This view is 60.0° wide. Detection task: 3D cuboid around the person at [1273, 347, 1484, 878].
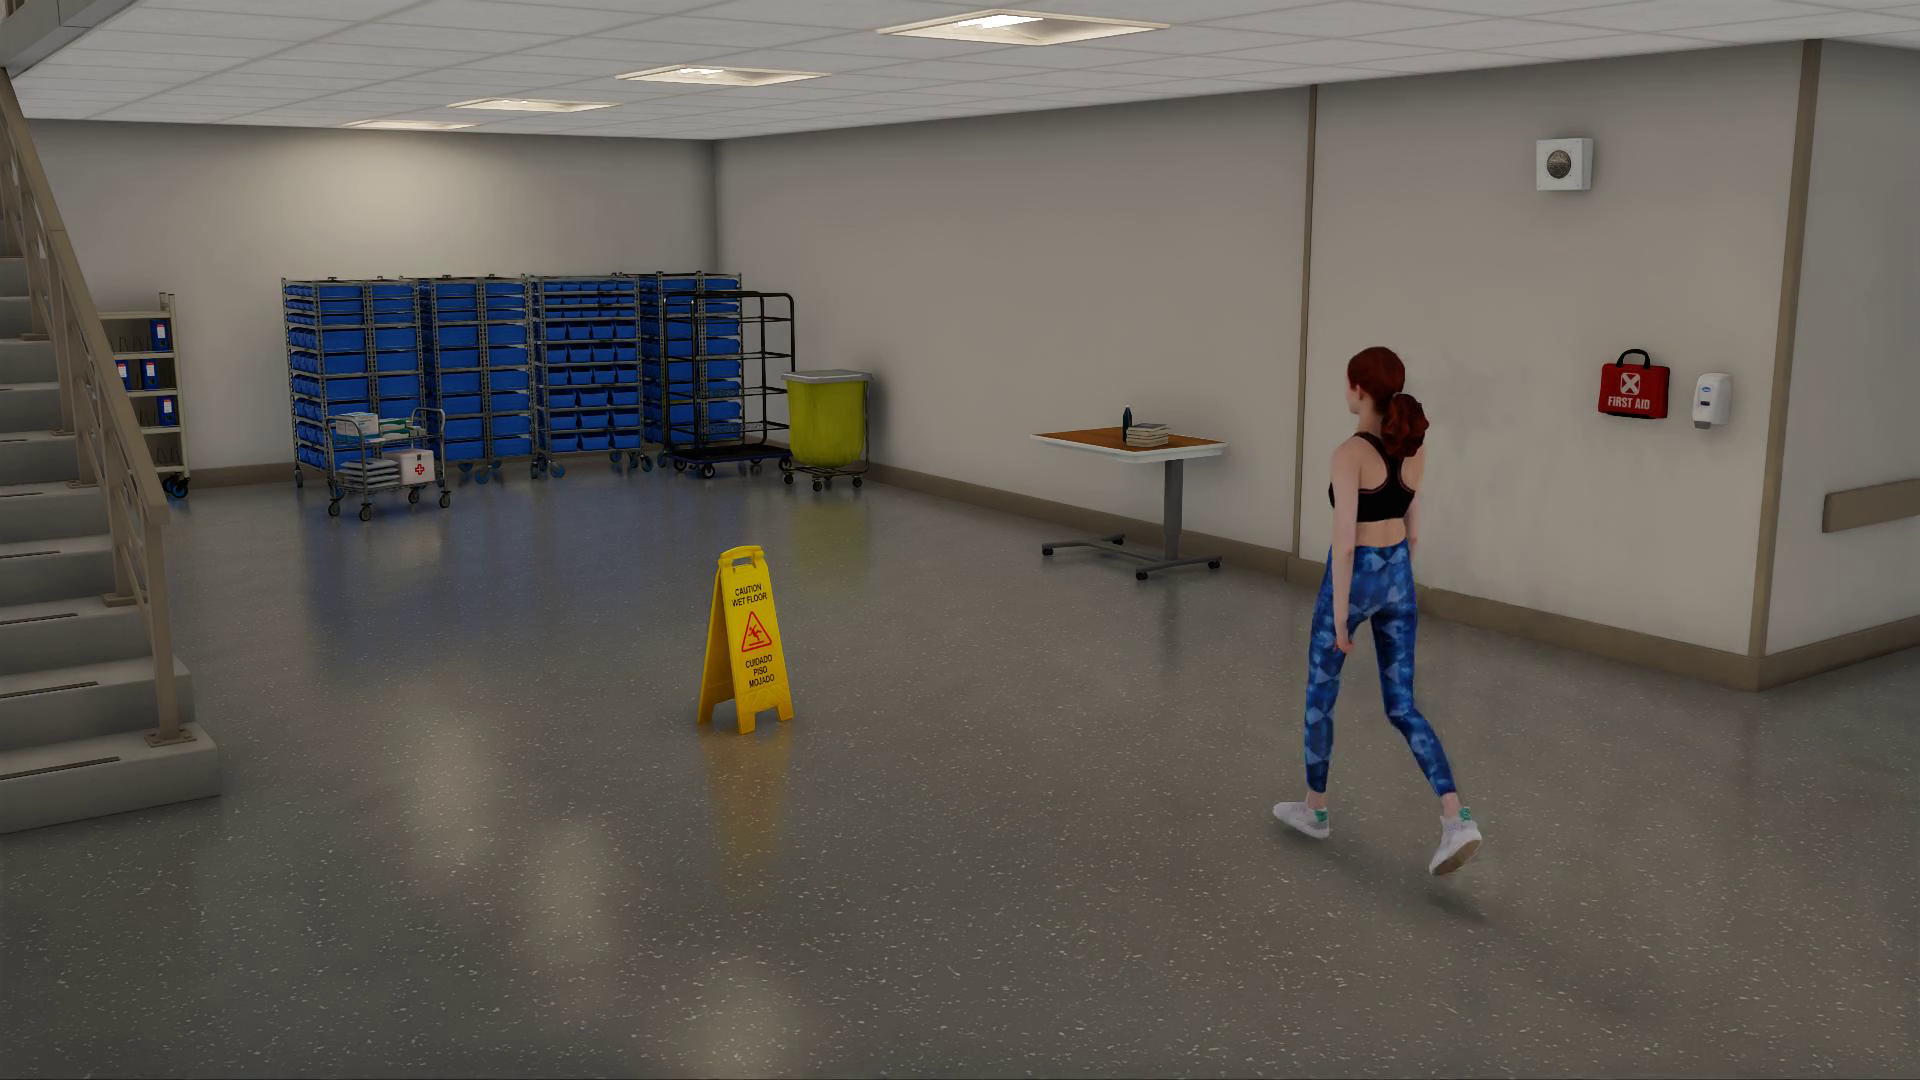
[{"bbox_3d":[1.435,0.269,5.560,0.729,1.751,1.209,-5,12,-23],"label":"person"}]
